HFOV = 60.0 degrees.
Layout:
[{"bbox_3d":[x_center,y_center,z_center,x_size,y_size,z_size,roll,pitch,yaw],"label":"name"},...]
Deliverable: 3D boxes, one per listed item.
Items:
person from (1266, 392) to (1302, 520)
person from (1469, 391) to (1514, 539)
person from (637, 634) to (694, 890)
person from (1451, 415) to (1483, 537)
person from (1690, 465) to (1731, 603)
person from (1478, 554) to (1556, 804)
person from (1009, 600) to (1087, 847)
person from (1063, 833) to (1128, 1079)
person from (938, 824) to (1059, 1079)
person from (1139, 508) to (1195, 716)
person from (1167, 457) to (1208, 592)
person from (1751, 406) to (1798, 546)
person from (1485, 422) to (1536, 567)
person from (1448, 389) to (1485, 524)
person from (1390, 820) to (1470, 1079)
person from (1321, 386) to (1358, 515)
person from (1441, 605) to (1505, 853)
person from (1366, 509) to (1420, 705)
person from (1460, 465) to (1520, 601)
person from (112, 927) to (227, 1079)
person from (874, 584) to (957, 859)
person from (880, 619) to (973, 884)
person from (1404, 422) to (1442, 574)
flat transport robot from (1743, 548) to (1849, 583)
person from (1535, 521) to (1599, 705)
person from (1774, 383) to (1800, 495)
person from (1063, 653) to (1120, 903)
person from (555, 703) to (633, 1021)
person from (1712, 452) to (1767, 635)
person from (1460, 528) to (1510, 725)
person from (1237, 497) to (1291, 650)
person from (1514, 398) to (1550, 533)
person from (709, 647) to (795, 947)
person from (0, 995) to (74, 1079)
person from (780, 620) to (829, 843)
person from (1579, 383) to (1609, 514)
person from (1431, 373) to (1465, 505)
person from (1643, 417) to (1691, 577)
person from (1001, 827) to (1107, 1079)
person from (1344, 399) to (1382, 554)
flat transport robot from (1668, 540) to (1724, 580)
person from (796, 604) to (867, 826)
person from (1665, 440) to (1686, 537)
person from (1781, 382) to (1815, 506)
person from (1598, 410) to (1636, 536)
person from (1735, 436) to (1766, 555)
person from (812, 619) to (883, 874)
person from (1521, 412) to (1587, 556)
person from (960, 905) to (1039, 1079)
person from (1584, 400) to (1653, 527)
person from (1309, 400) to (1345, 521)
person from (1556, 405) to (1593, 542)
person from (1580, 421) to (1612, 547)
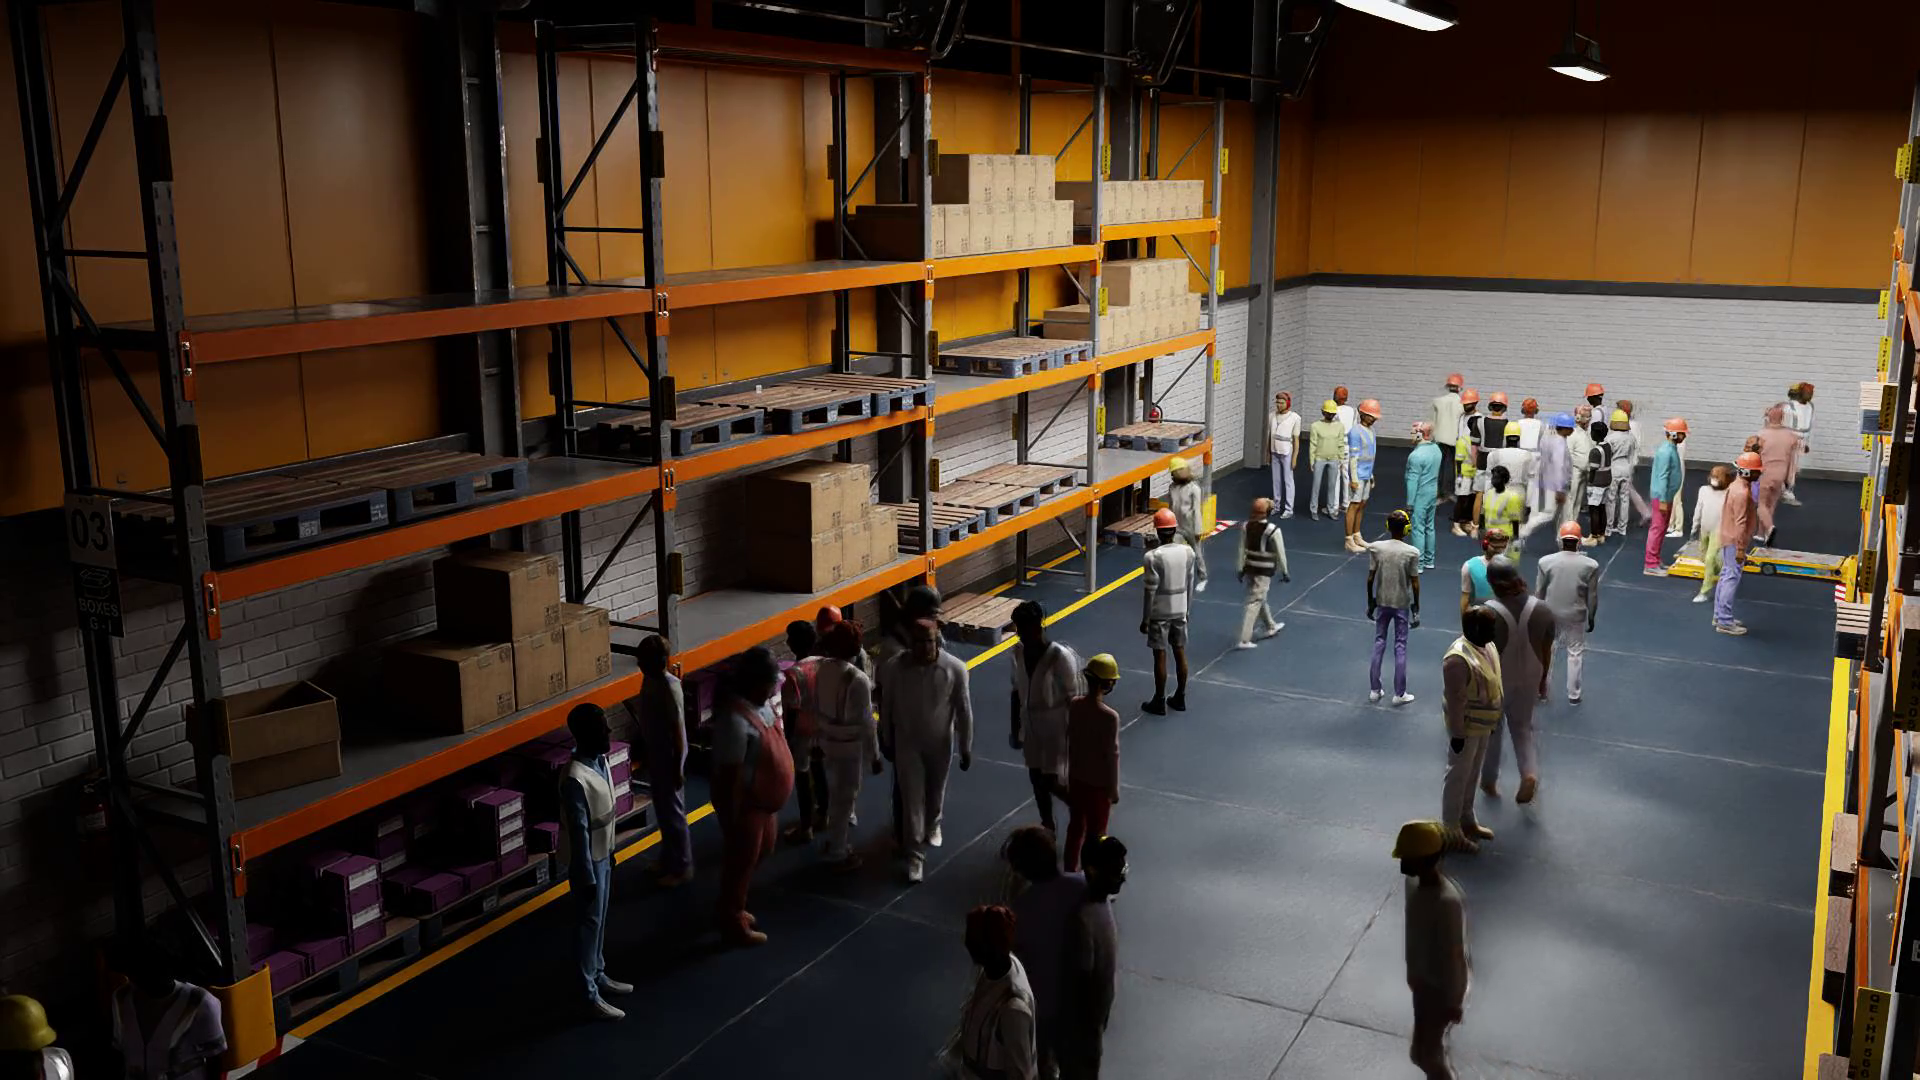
[{"bbox_3d":[4.685,-1.226,24.062,0.390,1.837,0.561,-9,16,-36],"label":"person"},{"bbox_3d":[7.260,-1.009,22.662,0.611,2.030,0.409,4,13,18],"label":"person"},{"bbox_3d":[-2.091,1.539,11.689,0.340,1.836,0.507,-8,15,-31],"label":"person"},{"bbox_3d":[7.018,-0.891,22.897,0.534,1.693,0.320,-7,14,-27],"label":"person"},{"bbox_3d":[8.866,-0.096,19.495,0.688,1.611,0.506,-7,14,-27],"label":"person"},{"bbox_3d":[4.344,1.099,13.190,0.702,2.000,0.715,-1,13,-3],"label":"person"},{"bbox_3d":[0.620,1.372,12.203,0.561,1.936,0.658,-12,17,-42],"label":"person"},{"bbox_3d":[0.655,2.317,8.132,0.317,1.865,0.523,2,13,11],"label":"person"},{"bbox_3d":[0.285,2.265,8.972,0.777,1.603,0.539,1,13,3],"label":"person"},{"bbox_3d":[1.899,0.662,15.393,0.542,1.931,0.376,-6,14,-27],"label":"person"},{"bbox_3d":[2.678,-0.152,19.616,0.526,1.680,0.897,11,17,41],"label":"person"},{"bbox_3d":[10.840,-0.843,22.239,0.648,1.881,0.766,0,13,1],"label":"person"},{"bbox_3d":[6.817,-0.509,20.670,0.586,1.920,0.397,3,13,14],"label":"person"},{"bbox_3d":[7.230,-1.190,23.688,0.388,1.930,0.543,-5,14,-22],"label":"person"},{"bbox_3d":[2.421,2.277,8.582,0.438,1.743,0.533,-2,13,-9],"label":"person"},{"bbox_3d":[5.540,-1.305,24.308,0.574,1.882,0.358,-7,14,-28],"label":"person"},{"bbox_3d":[3.815,1.381,12.379,0.429,1.844,0.625,10,16,38],"label":"person"},{"bbox_3d":[4.093,0.626,15.694,0.532,1.870,0.315,9,15,34],"label":"person"},{"bbox_3d":[6.173,-0.048,19.186,0.894,1.644,0.546,-5,14,-21],"label":"person"},{"bbox_3d":[-3.576,2.537,7.536,0.531,1.692,0.320,2,13,7],"label":"person"},{"bbox_3d":[-0.345,1.285,12.355,0.617,2.000,0.708,8,15,32],"label":"person"},{"bbox_3d":[-0.243,1.453,12.058,0.659,1.856,1.025,-1,13,-5],"label":"person"},{"bbox_3d":[5.755,-0.536,20.844,0.394,1.899,0.641,10,16,39],"label":"person"},{"bbox_3d":[10.490,0.303,20.749,1.431,0.197,0.652,8,15,32],"label":"flat transport robot"},{"bbox_3d":[5.727,0.682,15.736,0.569,1.744,0.356,7,14,28],"label":"person"},{"bbox_3d":[12.825,-1.559,25.735,0.528,1.755,0.343,9,16,36],"label":"person"},{"bbox_3d":[0.931,1.637,11.446,0.373,1.752,0.519,-7,14,-29],"label":"person"},{"bbox_3d":[-2.199,1.893,9.904,0.391,1.922,0.593,0,13,-1],"label":"person"},{"bbox_3d":[8.487,0.021,18.116,0.397,1.992,0.621,4,13,17],"label":"person"},{"bbox_3d":[4.759,0.783,15.063,0.563,1.837,0.389,-5,14,-22],"label":"person"},{"bbox_3d":[3.235,0.341,17.589,0.854,1.597,0.520,-8,15,-33],"label":"person"},{"bbox_3d":[7.854,-1.028,23.066,0.574,1.884,0.356,3,13,13],"label":"person"},{"bbox_3d":[-1.389,1.633,10.797,0.635,2.000,0.697,2,13,8],"label":"person"},{"bbox_3d":[-3.726,2.667,6.659,0.403,1.824,0.593,5,13,20],"label":"person"},{"bbox_3d":[-1.170,1.426,12.495,0.316,1.697,0.542,7,14,27],"label":"person"},{"bbox_3d":[9.260,-1.337,24.348,0.374,1.928,0.543,8,15,31],"label":"person"},{"bbox_3d":[7.418,-1.534,25.127,0.638,1.963,0.734,8,15,33],"label":"person"},{"bbox_3d":[8.786,-0.541,20.667,0.407,1.987,0.620,8,15,31],"label":"person"},{"bbox_3d":[0.440,2.284,8.233,0.659,1.897,0.630,-5,14,-22],"label":"person"},{"bbox_3d":[5.321,-0.851,21.936,0.394,2.034,0.605,9,15,35],"label":"person"},{"bbox_3d":[9.438,0.243,21.017,0.652,0.197,1.431,8,15,32],"label":"flat transport robot"},{"bbox_3d":[-0.987,1.341,12.753,0.563,1.752,0.328,-1,13,-4],"label":"person"},{"bbox_3d":[9.816,-0.854,22.880,0.299,1.624,0.497,0,13,2],"label":"person"},{"bbox_3d":[12.586,-1.486,25.199,0.621,1.858,0.715,-4,13,-18],"label":"person"},{"bbox_3d":[9.049,-0.926,22.946,0.485,1.737,0.321,-4,13,-18],"label":"person"},{"bbox_3d":[10.144,-0.537,21.439,0.323,1.630,0.525,0,13,2],"label":"person"},{"bbox_3d":[-0.798,1.474,11.909,0.514,1.865,0.583,-9,16,-36],"label":"person"},{"bbox_3d":[7.705,-0.723,21.643,0.917,1.916,0.624,5,14,21],"label":"person"},{"bbox_3d":[0.167,2.482,7.348,0.358,1.885,0.572,-2,13,-8],"label":"person"},{"bbox_3d":[9.425,-1.083,23.512,0.932,1.805,0.565,5,14,21],"label":"person"},{"bbox_3d":[5.265,-1.142,23.863,0.527,1.761,0.340,-1,13,-7],"label":"person"},{"bbox_3d":[8.297,-0.882,22.395,0.399,1.897,0.652,11,17,41],"label":"person"},{"bbox_3d":[8.534,-0.749,22.254,0.320,1.694,0.533,11,16,40],"label":"person"}]
